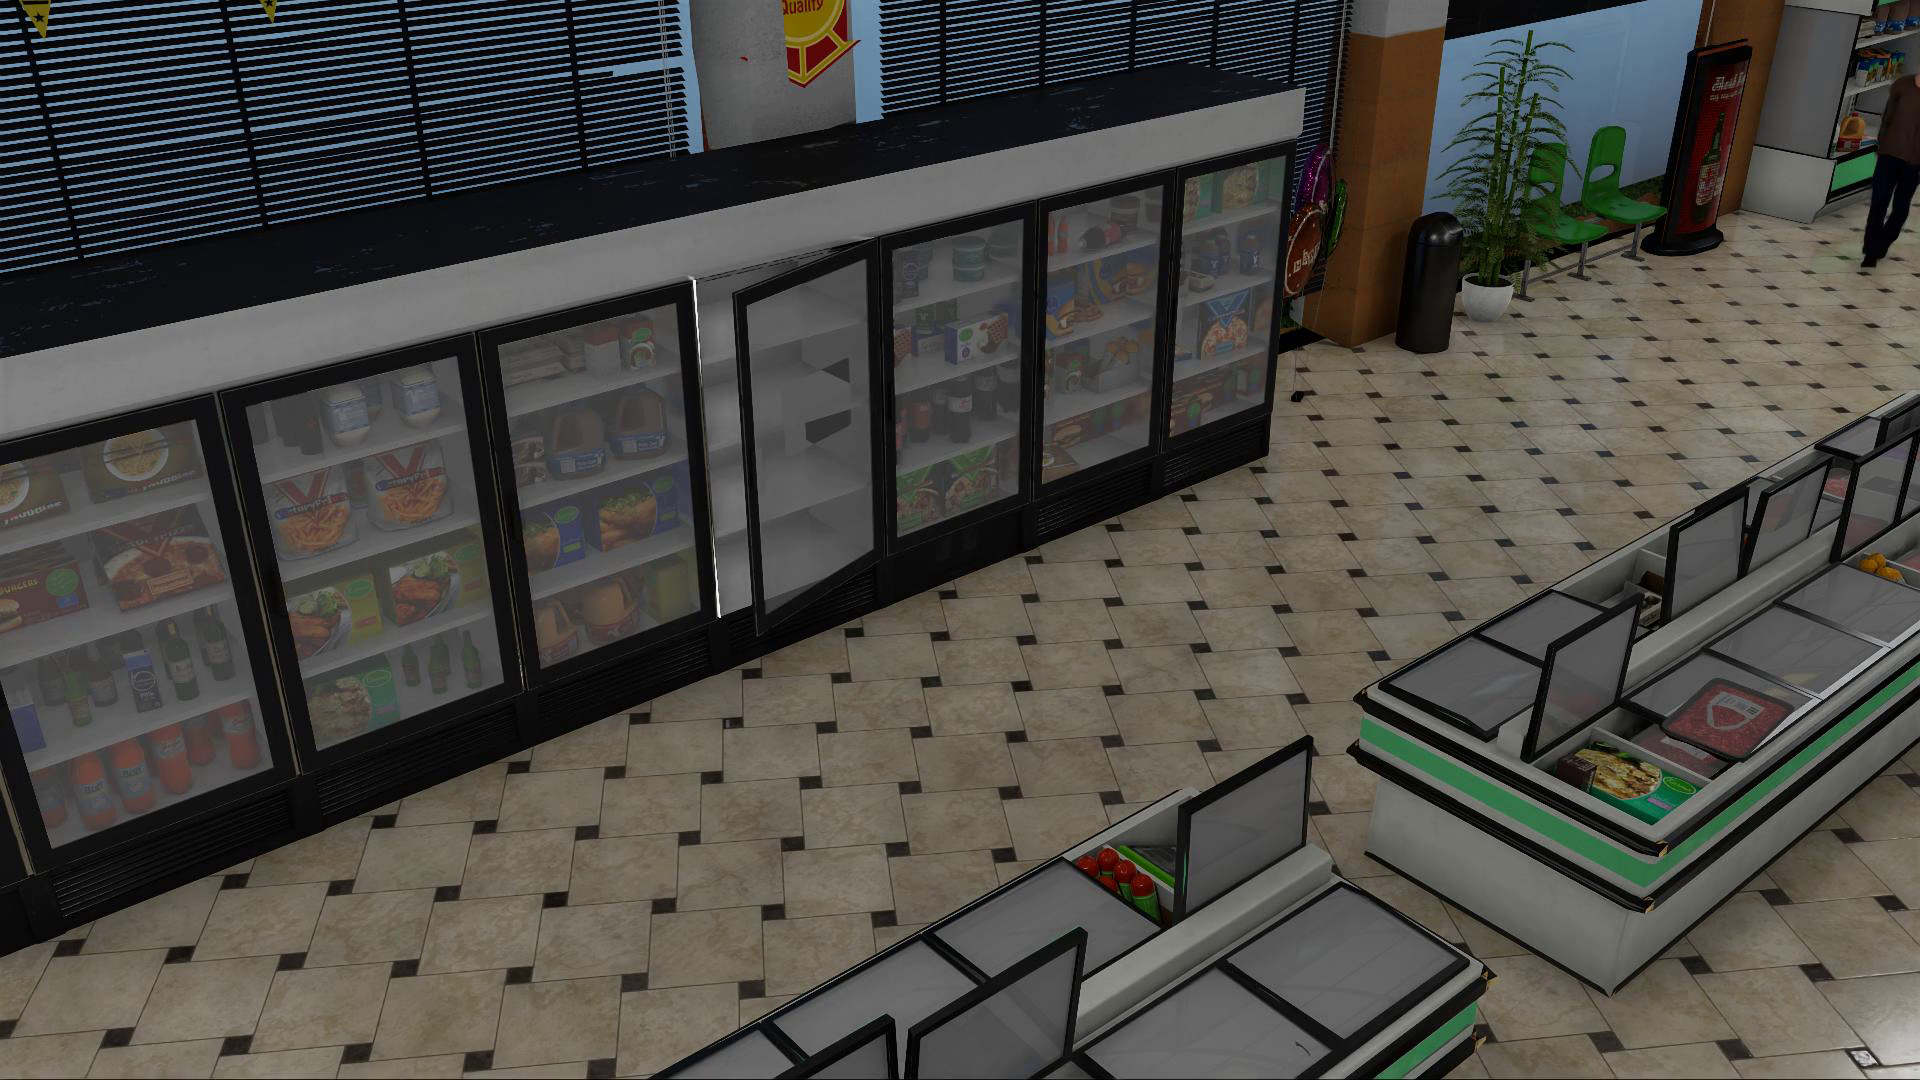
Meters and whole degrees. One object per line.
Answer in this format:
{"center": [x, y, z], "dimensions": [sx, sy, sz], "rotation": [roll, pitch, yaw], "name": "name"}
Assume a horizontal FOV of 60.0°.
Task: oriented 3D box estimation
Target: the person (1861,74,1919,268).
{"center": [7.753, -3.152, 13.668], "dimensions": [0.807, 1.823, 1.066], "rotation": [24, 35, 38], "name": "person"}
